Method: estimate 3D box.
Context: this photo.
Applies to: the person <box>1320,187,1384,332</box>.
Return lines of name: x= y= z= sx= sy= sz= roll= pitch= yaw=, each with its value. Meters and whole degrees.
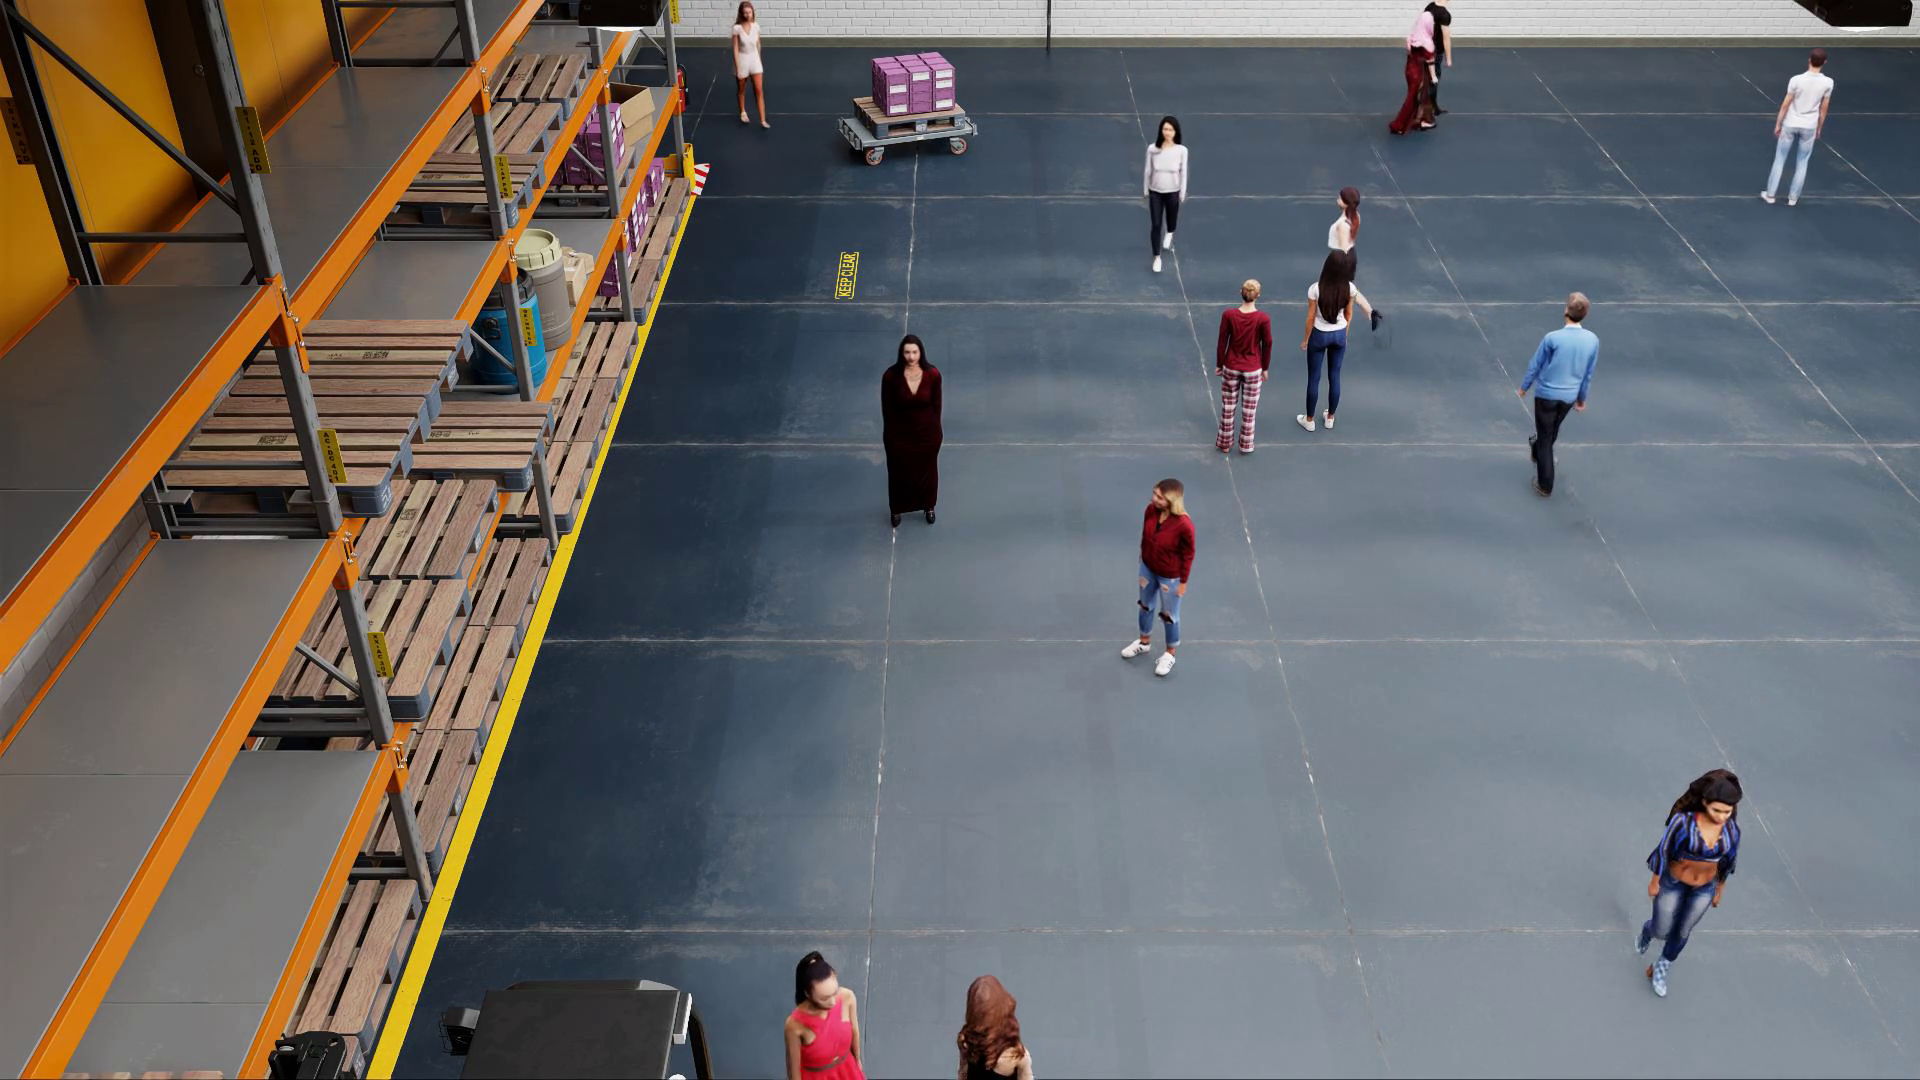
person: x=3.913 y=-2.748 z=16.708 sx=0.913 sy=1.626 sz=0.993 roll=16 pitch=37 yaw=23

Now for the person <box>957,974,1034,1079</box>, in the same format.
person: x=0.138 y=2.896 z=8.139 sx=0.864 sy=1.714 sz=1.057 roll=15 pitch=37 yaw=22

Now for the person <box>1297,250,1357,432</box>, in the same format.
person: x=3.355 y=-1.818 z=15.175 sx=0.610 sy=1.775 sz=0.552 roll=-4 pitch=34 yaw=-6

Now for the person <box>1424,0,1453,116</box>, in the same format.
person: x=6.180 y=-6.447 z=22.048 sx=0.869 sy=1.876 sz=0.892 roll=-7 pitch=34 yaw=-11

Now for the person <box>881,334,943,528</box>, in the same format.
person: x=-0.399 y=-0.912 z=13.828 sx=0.690 sy=1.757 sz=0.638 roll=-5 pitch=34 yaw=-7

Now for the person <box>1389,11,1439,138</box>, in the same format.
person: x=5.933 y=-6.048 z=21.692 sx=0.808 sy=1.605 sz=0.949 roll=-7 pitch=34 yaw=-10

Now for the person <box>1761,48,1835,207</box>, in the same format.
person: x=9.962 y=-4.895 z=19.736 sx=0.730 sy=1.849 sz=0.680 roll=10 pitch=35 yaw=15

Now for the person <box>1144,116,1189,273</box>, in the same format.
person: x=2.263 y=-3.850 z=18.317 sx=0.712 sy=1.681 sz=1.018 roll=5 pitch=34 yaw=7

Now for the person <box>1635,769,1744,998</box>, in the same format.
person: x=4.194 y=1.950 z=9.655 sx=0.646 sy=1.611 sz=0.671 roll=3 pitch=34 yaw=5

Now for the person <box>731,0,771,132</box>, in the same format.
person: x=-2.849 y=-6.288 z=22.016 sx=0.901 sy=1.647 sz=1.187 roll=-14 pitch=36 yaw=-20

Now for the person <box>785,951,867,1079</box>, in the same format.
person: x=-0.734 y=2.686 z=8.459 sx=0.789 sy=1.709 sz=0.865 roll=-20 pitch=39 yaw=-27

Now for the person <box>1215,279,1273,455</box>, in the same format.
person: x=2.521 y=-1.558 z=14.851 sx=0.672 sy=1.700 sz=0.592 roll=8 pitch=34 yaw=12

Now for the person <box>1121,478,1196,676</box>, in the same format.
person: x=1.491 y=0.231 z=12.219 sx=0.740 sy=1.635 sz=0.675 roll=-28 pitch=43 yaw=-35

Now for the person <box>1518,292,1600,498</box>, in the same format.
person: x=5.146 y=-1.207 z=14.252 sx=0.721 sy=1.780 sz=1.071 roll=-3 pitch=34 yaw=-4
